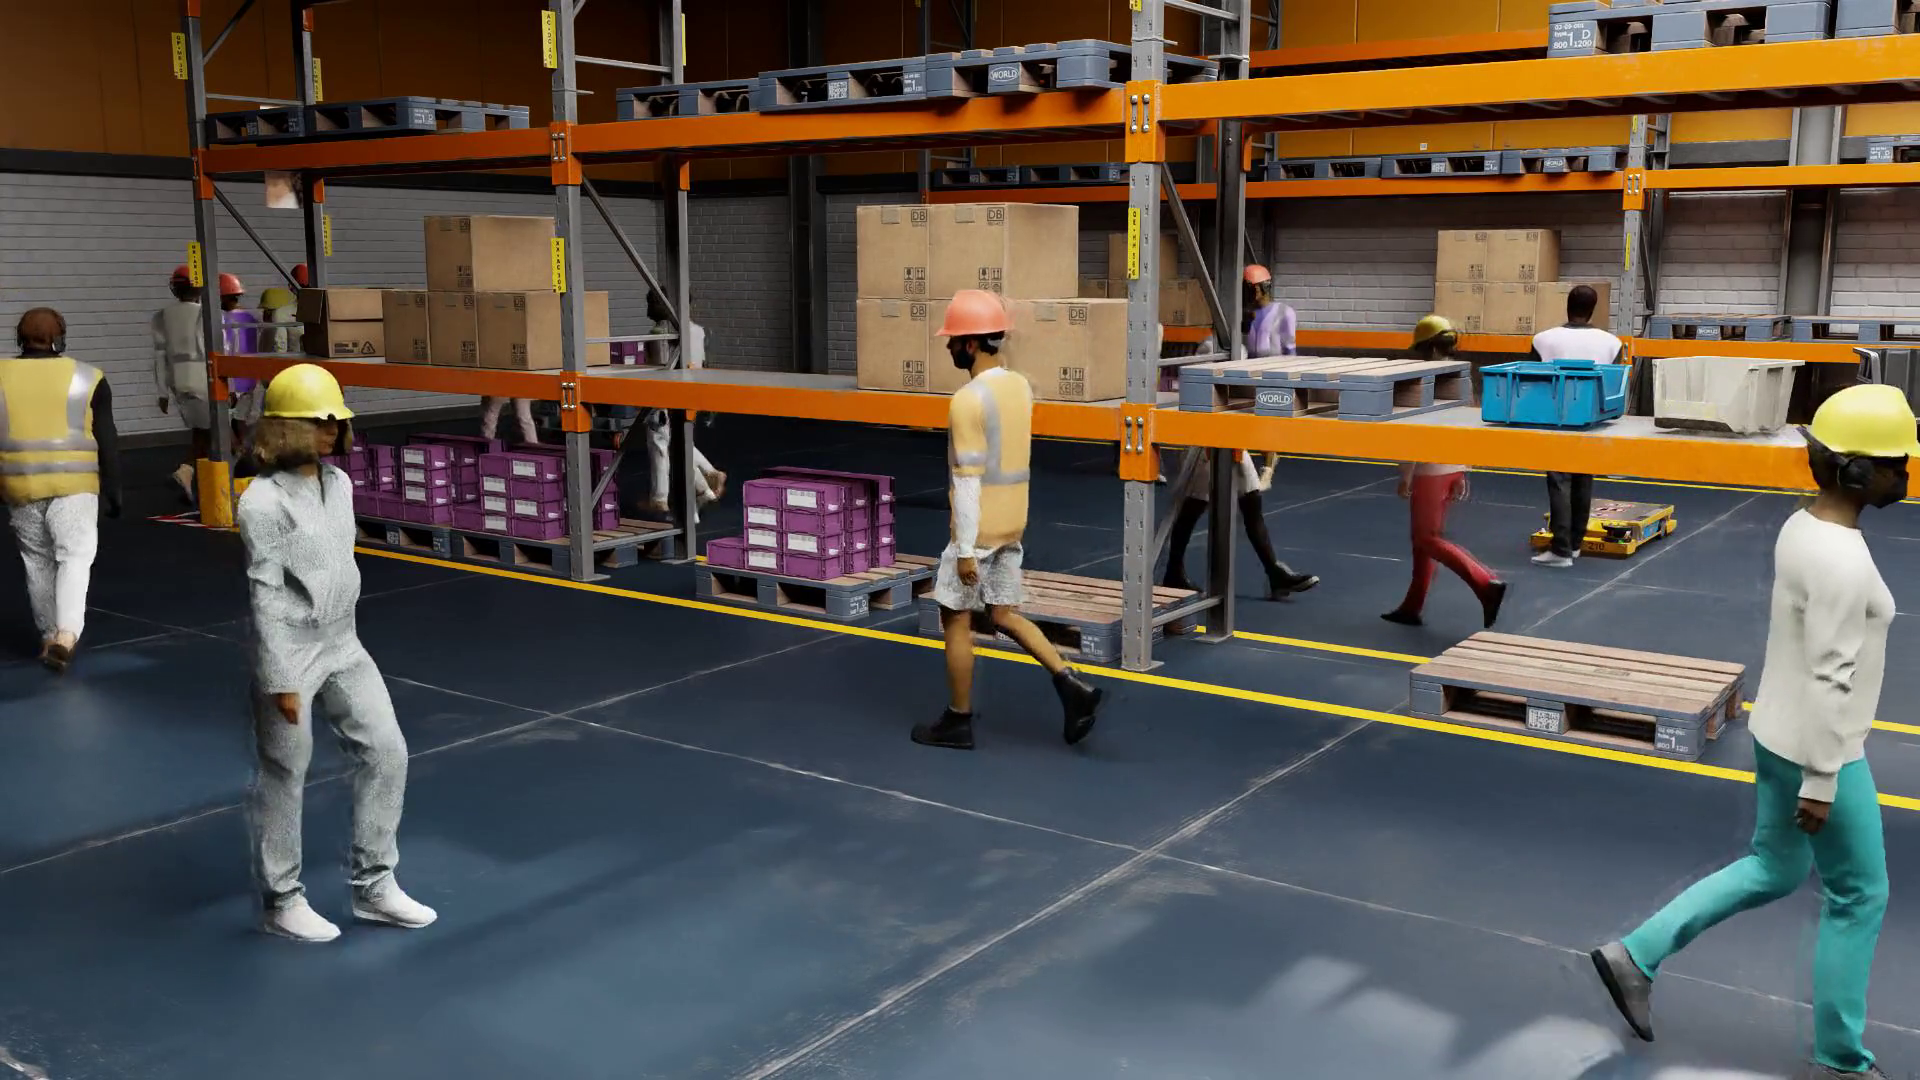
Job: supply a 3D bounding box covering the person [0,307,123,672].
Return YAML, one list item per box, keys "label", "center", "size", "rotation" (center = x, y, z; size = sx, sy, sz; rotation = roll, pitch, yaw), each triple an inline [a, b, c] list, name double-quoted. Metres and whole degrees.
- label: "person"
  center: [-4.518, -0.250, 8.261]
  size: [0.650, 1.801, 0.886]
  rotation: [-3, 10, -19]

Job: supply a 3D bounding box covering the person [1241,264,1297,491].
- label: "person"
  center: [2.763, -1.457, 14.870]
  size: [0.631, 2.008, 0.832]
  rotation: [9, 13, 43]

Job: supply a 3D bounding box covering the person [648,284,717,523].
- label: "person"
  center: [-2.163, -1.034, 12.776]
  size: [0.402, 1.847, 0.540]
  rotation: [5, 11, 27]

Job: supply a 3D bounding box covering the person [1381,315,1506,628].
- label: "person"
  center: [2.667, -0.351, 9.051]
  size: [0.705, 1.724, 0.570]
  rotation: [9, 13, 42]

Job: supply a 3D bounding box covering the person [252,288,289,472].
- label: "person"
  center: [-6.197, -1.413, 15.273]
  size: [0.606, 1.785, 0.927]
  rotation: [7, 12, 36]

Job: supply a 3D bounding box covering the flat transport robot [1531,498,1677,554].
- label: "flat transport robot"
  center: [4.663, -0.116, 11.991]
  size: [0.652, 0.197, 1.431]
  rotation: [7, 12, 35]

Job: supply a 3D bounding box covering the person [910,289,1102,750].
- label: "person"
  center: [0.172, -0.055, 6.755]
  size: [0.746, 1.915, 0.558]
  rotation: [6, 11, 32]

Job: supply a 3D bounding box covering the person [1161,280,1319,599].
- label: "person"
  center: [1.645, -0.576, 9.822]
  size: [0.988, 1.917, 0.612]
  rotation: [6, 11, 32]

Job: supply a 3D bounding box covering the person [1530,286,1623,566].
- label: "person"
  center: [4.126, -0.763, 11.157]
  size: [0.609, 1.868, 0.737]
  rotation: [1, 10, 7]

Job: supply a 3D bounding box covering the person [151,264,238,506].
- label: "person"
  center: [-6.337, -1.257, 13.676]
  size: [0.666, 2.000, 0.851]
  rotation: [1, 10, 7]

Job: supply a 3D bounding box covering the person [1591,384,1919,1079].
- label: "person"
  center: [1.985, 0.489, 4.036]
  size: [0.724, 1.749, 0.527]
  rotation: [2, 10, 14]

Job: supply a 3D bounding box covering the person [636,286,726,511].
- label: "person"
  center: [-2.291, -1.125, 13.391]
  size: [0.662, 1.825, 0.642]
  rotation: [3, 10, 16]

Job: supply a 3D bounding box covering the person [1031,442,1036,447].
- label: "person"
  center: [0.478, -1.897, 18.066]
  size: [0.585, 1.792, 0.966]
  rotation: [-9, 13, -44]

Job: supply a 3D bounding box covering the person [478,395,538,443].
- label: "person"
  center: [-4.126, -1.438, 14.866]
  size: [1.008, 1.945, 0.629]
  rotation: [8, 12, 39]

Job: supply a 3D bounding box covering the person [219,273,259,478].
- label: "person"
  center: [-6.377, -1.371, 14.583]
  size: [0.418, 1.917, 0.577]
  rotation: [2, 10, 12]

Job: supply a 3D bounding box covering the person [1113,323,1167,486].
- label: "person"
  center: [1.622, -1.408, 15.219]
  size: [0.512, 1.791, 0.987]
  rotation: [-2, 10, -12]

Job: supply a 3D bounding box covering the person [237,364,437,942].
- label: "person"
  center: [-1.834, 0.352, 4.861]
  size: [0.641, 1.720, 0.516]
  rotation: [3, 10, 16]

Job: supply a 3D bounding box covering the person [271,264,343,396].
- label: "person"
  center: [-5.698, -1.410, 14.573]
  size: [0.381, 1.994, 0.622]
  rotation: [7, 12, 35]
